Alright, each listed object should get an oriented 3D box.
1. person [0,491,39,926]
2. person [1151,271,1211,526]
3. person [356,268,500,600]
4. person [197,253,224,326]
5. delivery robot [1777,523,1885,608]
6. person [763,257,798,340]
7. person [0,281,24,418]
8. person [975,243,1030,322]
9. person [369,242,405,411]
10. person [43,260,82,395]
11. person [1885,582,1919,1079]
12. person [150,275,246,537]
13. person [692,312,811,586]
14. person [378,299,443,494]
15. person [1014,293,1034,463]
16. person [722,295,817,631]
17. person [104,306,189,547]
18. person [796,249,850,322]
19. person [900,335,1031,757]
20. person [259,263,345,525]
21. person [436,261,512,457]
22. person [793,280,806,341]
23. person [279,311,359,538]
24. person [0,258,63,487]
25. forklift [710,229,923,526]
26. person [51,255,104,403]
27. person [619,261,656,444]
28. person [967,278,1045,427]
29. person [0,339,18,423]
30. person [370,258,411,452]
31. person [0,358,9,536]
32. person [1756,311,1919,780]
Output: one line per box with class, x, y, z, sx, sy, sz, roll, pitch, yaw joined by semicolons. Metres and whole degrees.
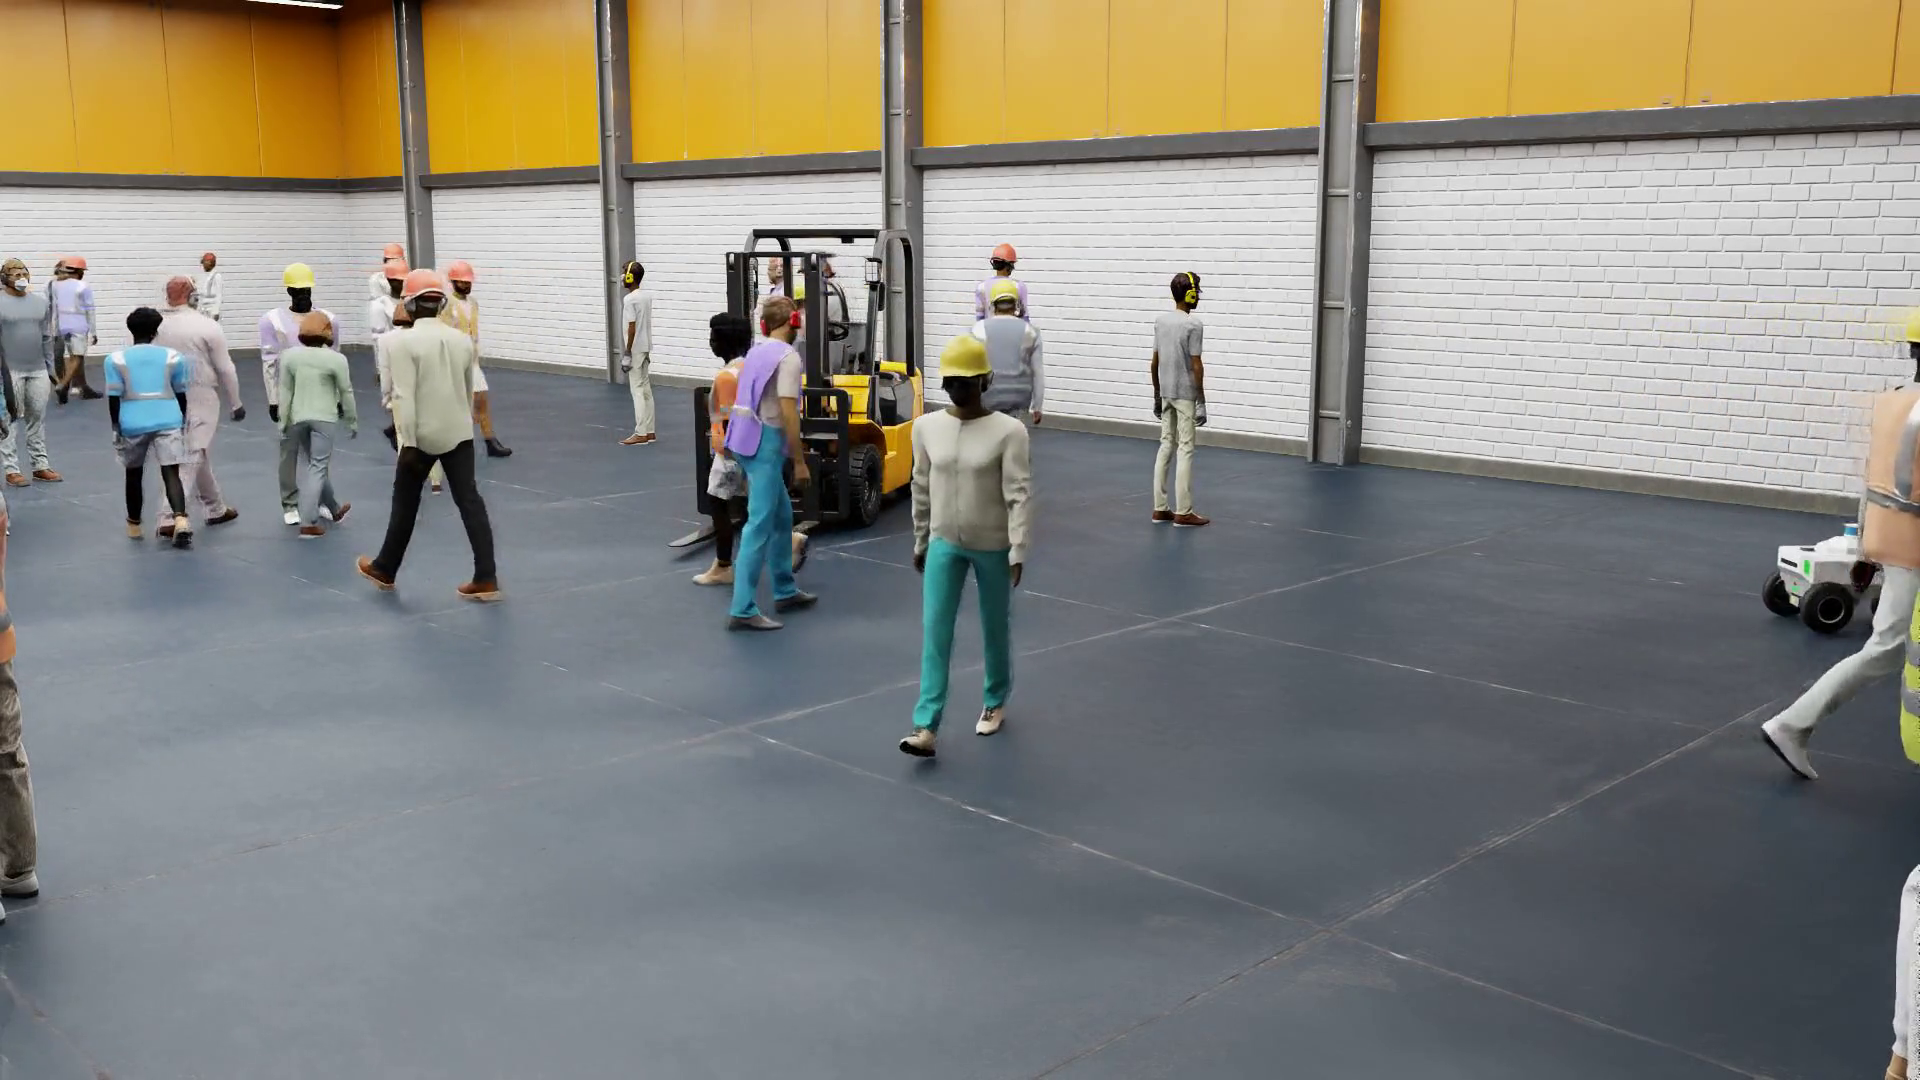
person;-3.086;0.387;5.132;0.307;1.639;0.514;0;10;-3
person;1.622;-1.036;12.262;0.315;1.869;0.526;-7;13;-35
person;-3.139;-0.619;9.805;1.054;1.928;0.624;7;12;32
person;-12.312;-3.776;27.282;0.755;1.856;0.341;8;13;37
delivery robot;4.886;0.153;9.106;0.707;0.478;0.477;0;10;-1
person;-1.927;-2.084;17.875;0.403;1.906;0.651;-2;11;-10
person;-10.953;-2.213;19.345;0.519;1.620;0.539;0;10;-2
person;0.456;-2.059;17.365;0.608;2.044;0.370;5;12;27
person;-6.886;-2.607;20.361;0.395;2.040;0.609;9;14;41
person;-11.896;-2.824;22.180;0.523;1.802;0.573;-3;11;-14
person;2.432;0.516;3.887;0.430;1.839;0.625;5;12;26
person;-5.515;-0.966;11.920;0.630;1.851;1.002;3;11;16
person;-1.287;-0.543;10.074;0.636;1.674;0.527;2;11;12
person;-4.497;-1.177;13.673;0.507;1.631;0.266;-5;11;-25
person;0.420;-1.546;15.758;0.507;1.612;0.700;-7;13;-35
person;-1.024;-0.432;9.160;0.721;1.795;0.608;-5;12;-25
person;-5.572;-0.783;11.464;0.530;1.656;0.816;-6;12;-30
person;-1.293;-1.743;15.648;0.542;2.000;0.716;3;11;16
person;0.021;0.030;6.831;0.549;1.714;0.891;3;11;18
person;-4.864;-1.084;12.365;0.587;1.928;0.381;-9;14;-42
person;-4.782;-1.725;16.008;0.909;1.888;0.554;6;12;28
person;-1.313;-1.483;15.060;0.790;1.732;0.534;5;11;24
person;-4.569;-0.840;11.943;0.507;1.588;0.822;2;11;12
person;-8.030;-1.435;14.244;0.370;1.941;0.627;5;12;26
forklift;-1.050;-1.319;12.920;1.214;2.155;2.313;2;11;13
person;-11.398;-2.699;21.317;0.581;1.899;0.914;2;11;11
person;-3.322;-1.911;17.034;0.328;1.872;0.515;2;11;13
person;0.334;-1.050;12.484;0.620;1.812;0.423;0;10;1
person;-7.420;-1.042;12.321;0.998;1.856;0.617;6;12;28
person;-5.218;-1.656;15.491;0.555;1.919;0.569;7;13;35
person;-6.967;-0.813;11.680;0.314;1.636;0.515;10;14;44
person;3.633;0.022;6.447;0.917;1.892;0.588;2;11;10
